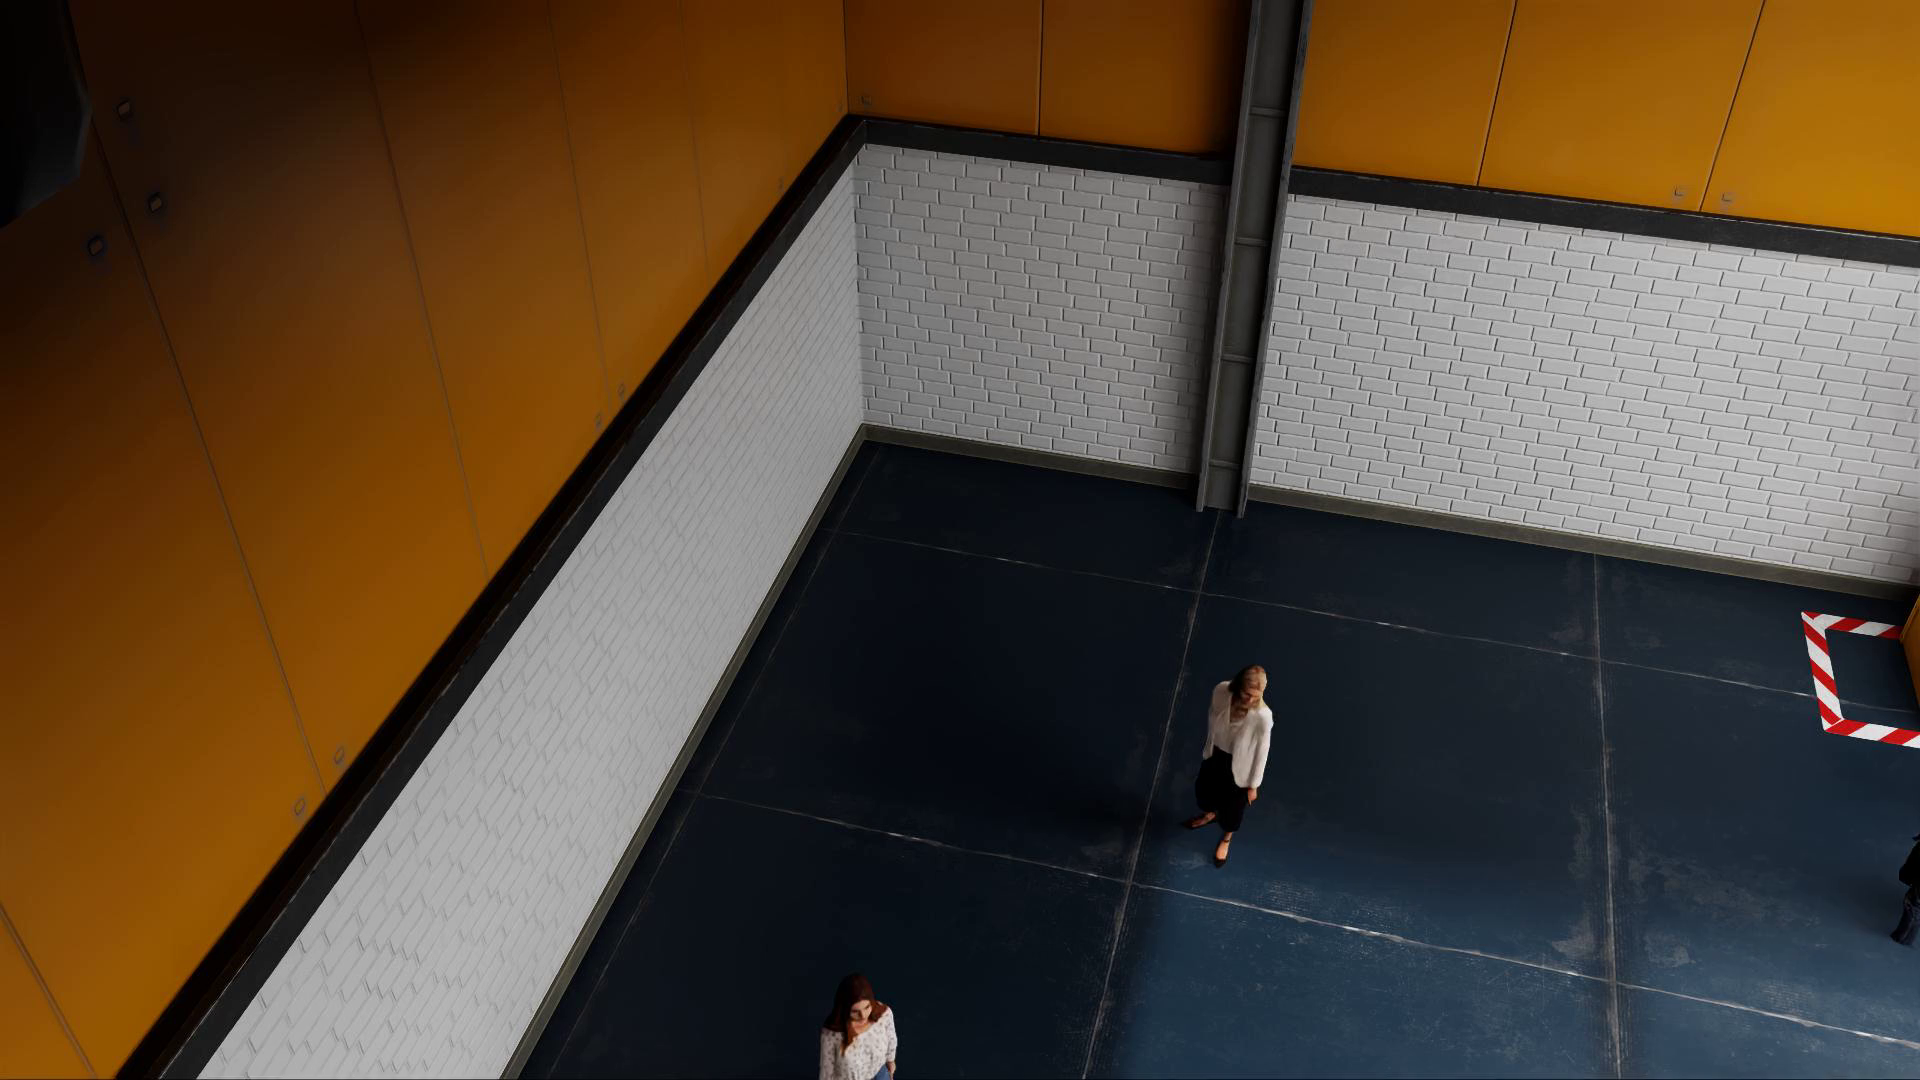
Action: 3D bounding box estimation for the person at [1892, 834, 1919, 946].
[{"bbox_3d":[6.015,1.978,10.016,0.865,1.770,0.812,18,42,21],"label":"person"}]

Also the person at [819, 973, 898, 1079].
[{"bbox_3d":[-0.562,2.768,8.690,0.687,1.721,0.766,-11,40,-13],"label":"person"}]

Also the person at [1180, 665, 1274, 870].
[{"bbox_3d":[1.683,1.373,10.354,0.915,1.824,0.777,-21,43,-24],"label":"person"}]
